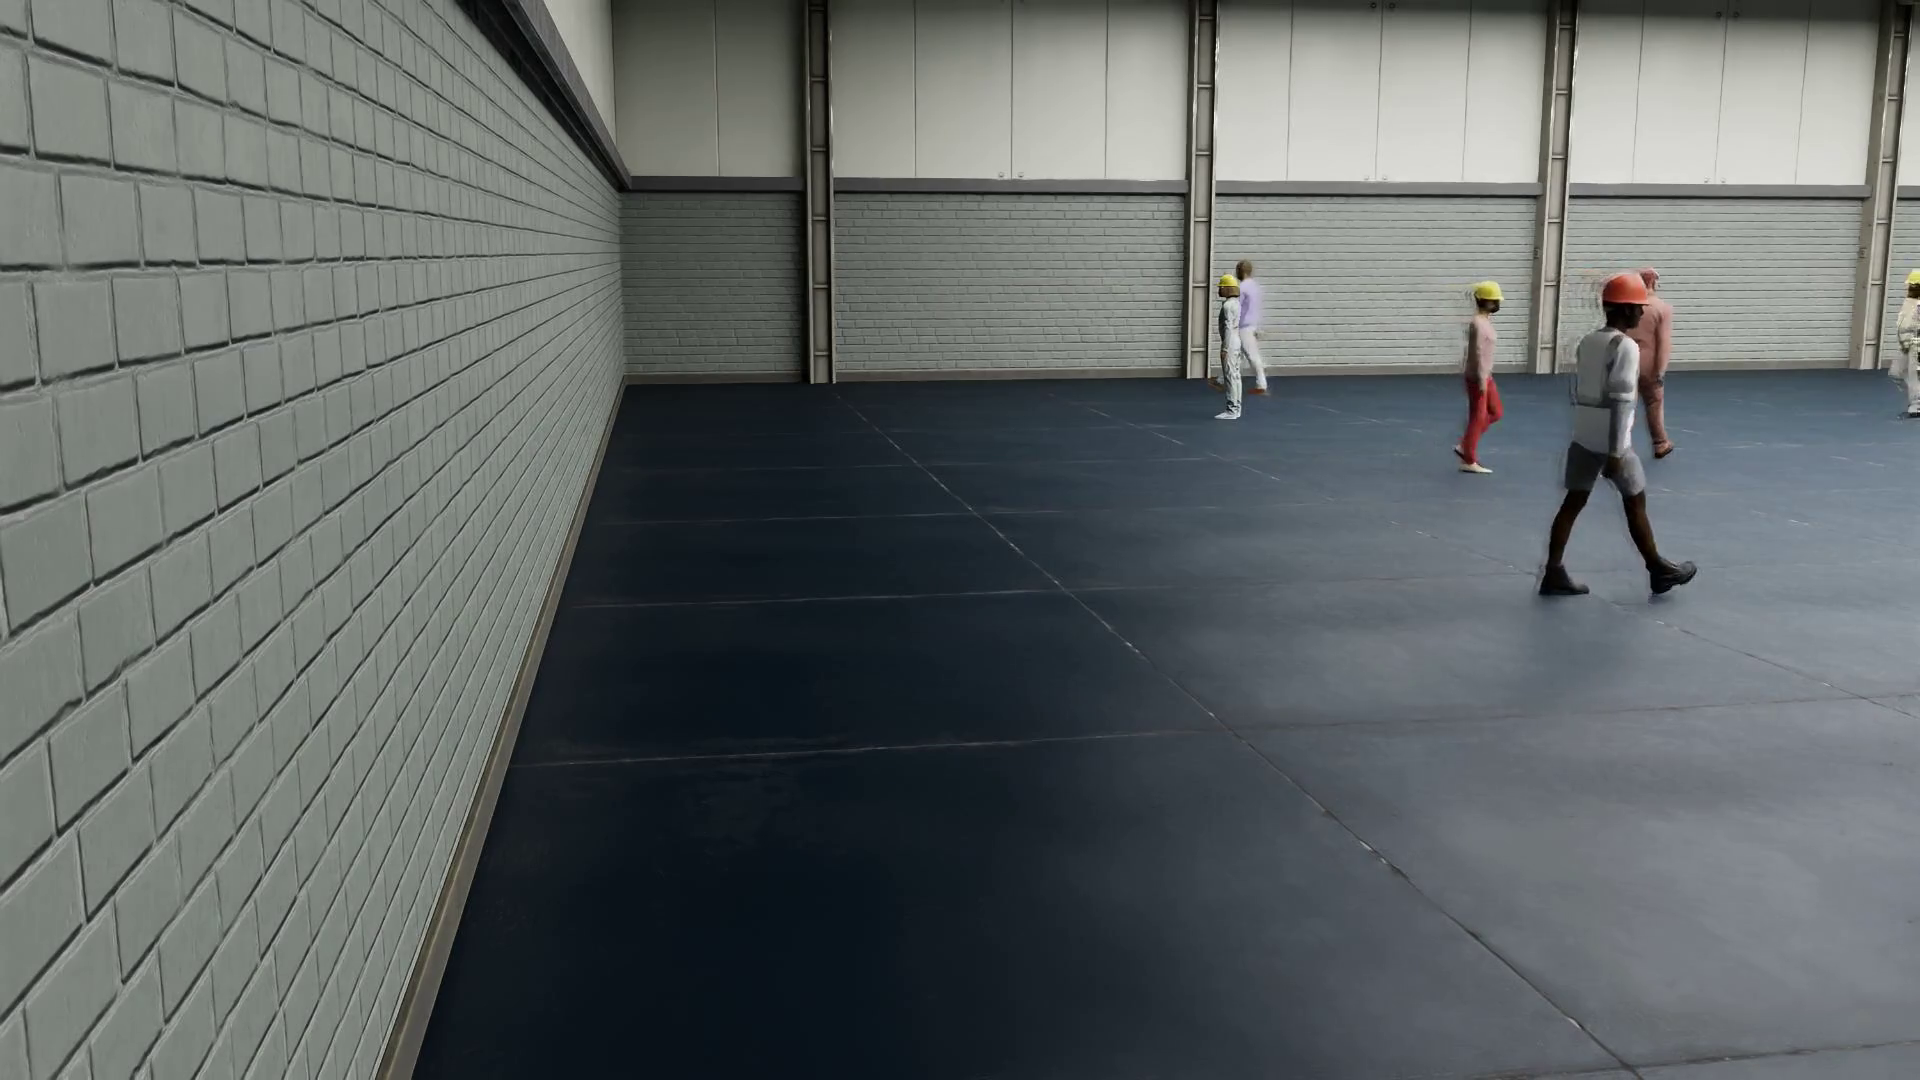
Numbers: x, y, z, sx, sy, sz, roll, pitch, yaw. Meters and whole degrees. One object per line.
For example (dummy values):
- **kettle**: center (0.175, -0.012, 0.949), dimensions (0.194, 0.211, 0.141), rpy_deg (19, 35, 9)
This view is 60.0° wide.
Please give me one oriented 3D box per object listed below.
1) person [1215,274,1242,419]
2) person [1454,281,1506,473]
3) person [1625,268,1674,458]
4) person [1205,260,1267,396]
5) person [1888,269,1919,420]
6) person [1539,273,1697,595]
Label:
- **person**: center (3.249, -2.336, 20.147), dimensions (0.323, 1.743, 0.489), rpy_deg (5, 11, 25)
- **person**: center (4.781, -1.475, 15.164), dimensions (0.368, 1.753, 0.549), rpy_deg (5, 11, 24)
- **person**: center (6.568, -1.670, 15.997), dimensions (1.008, 1.853, 0.649), rpy_deg (-9, 13, -43)
- **person**: center (3.939, -2.987, 23.481), dimensions (1.014, 1.884, 0.635), rpy_deg (5, 11, 28)
- **person**: center (11.442, -2.338, 19.944), dimensions (0.417, 1.812, 0.616), rpy_deg (0, 10, 1)
- **person**: center (3.875, -0.601, 9.740), dimensions (0.962, 1.891, 0.549), rpy_deg (-2, 10, -14)
